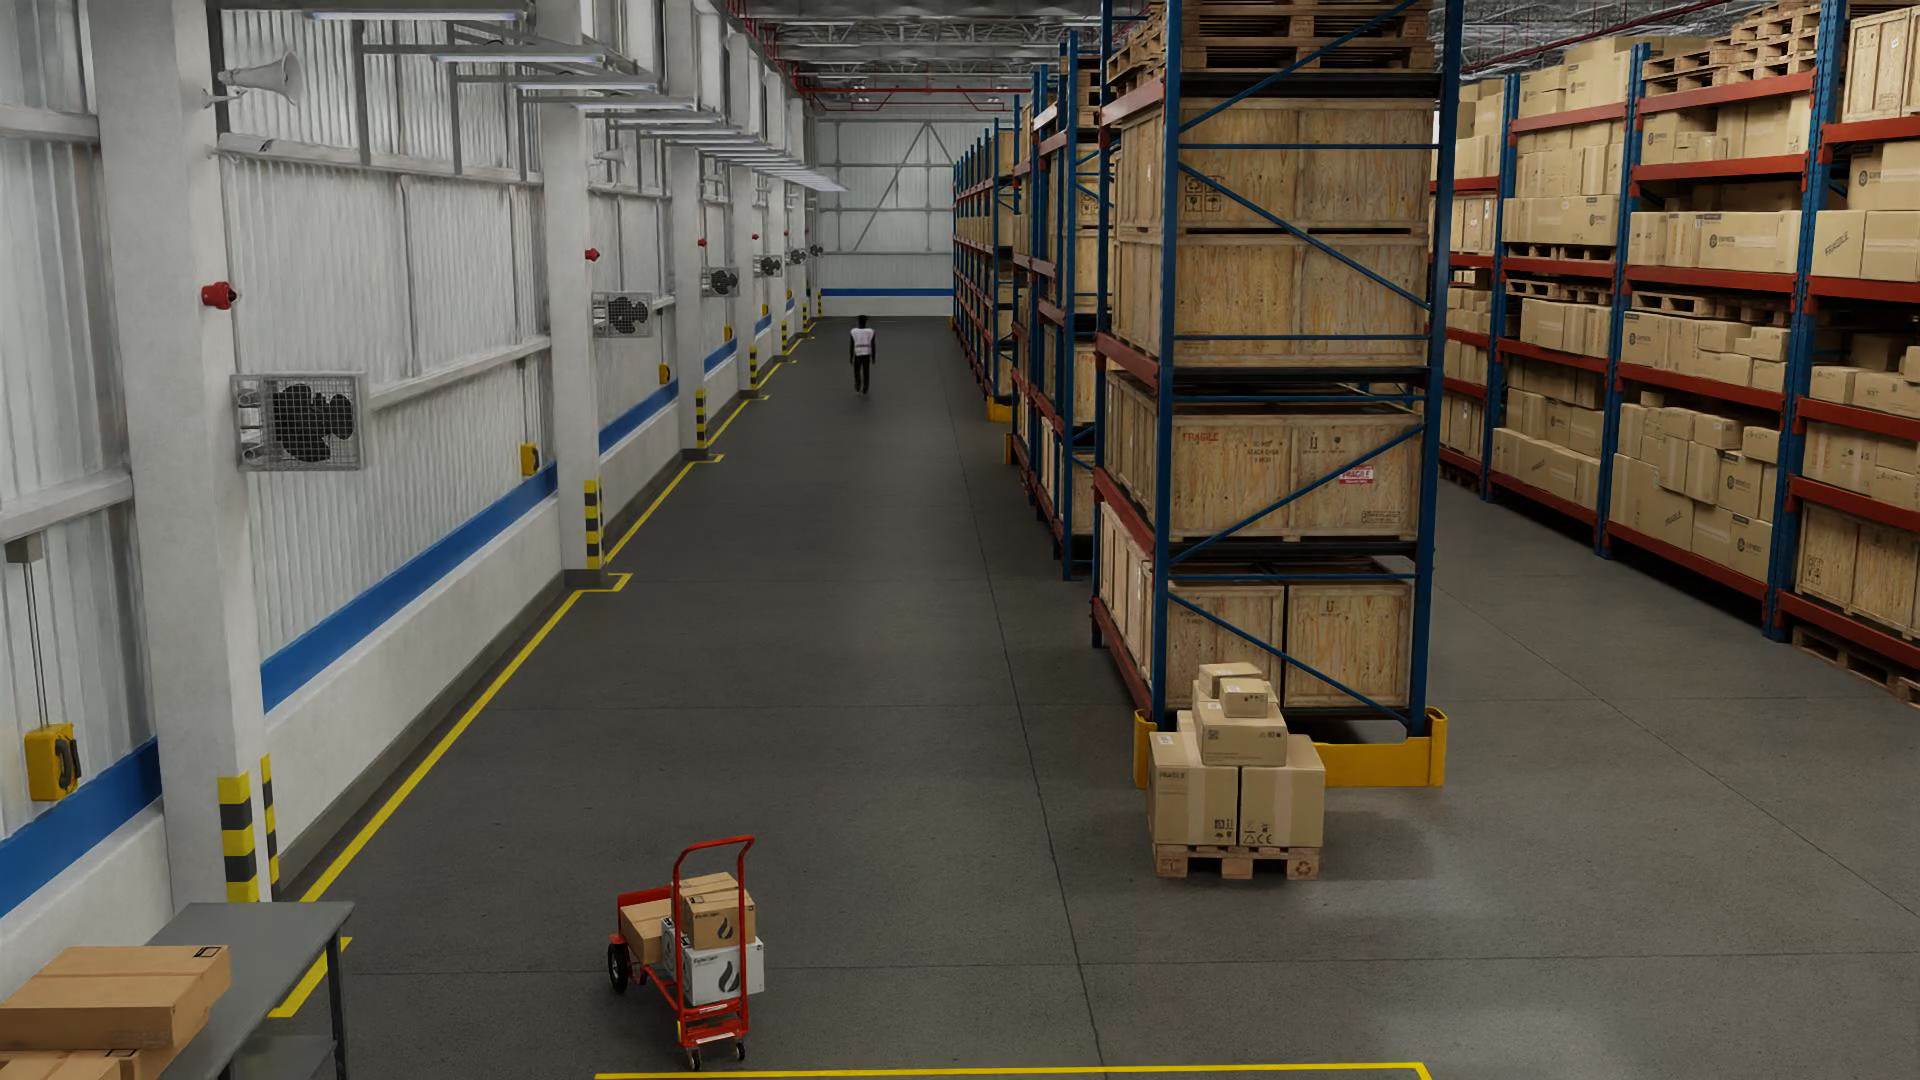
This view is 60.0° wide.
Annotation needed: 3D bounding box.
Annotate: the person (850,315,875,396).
[{"bbox_3d":[-2.298,-4.326,38.960,0.616,1.879,0.904,-2,11,-11],"label":"person"}]
